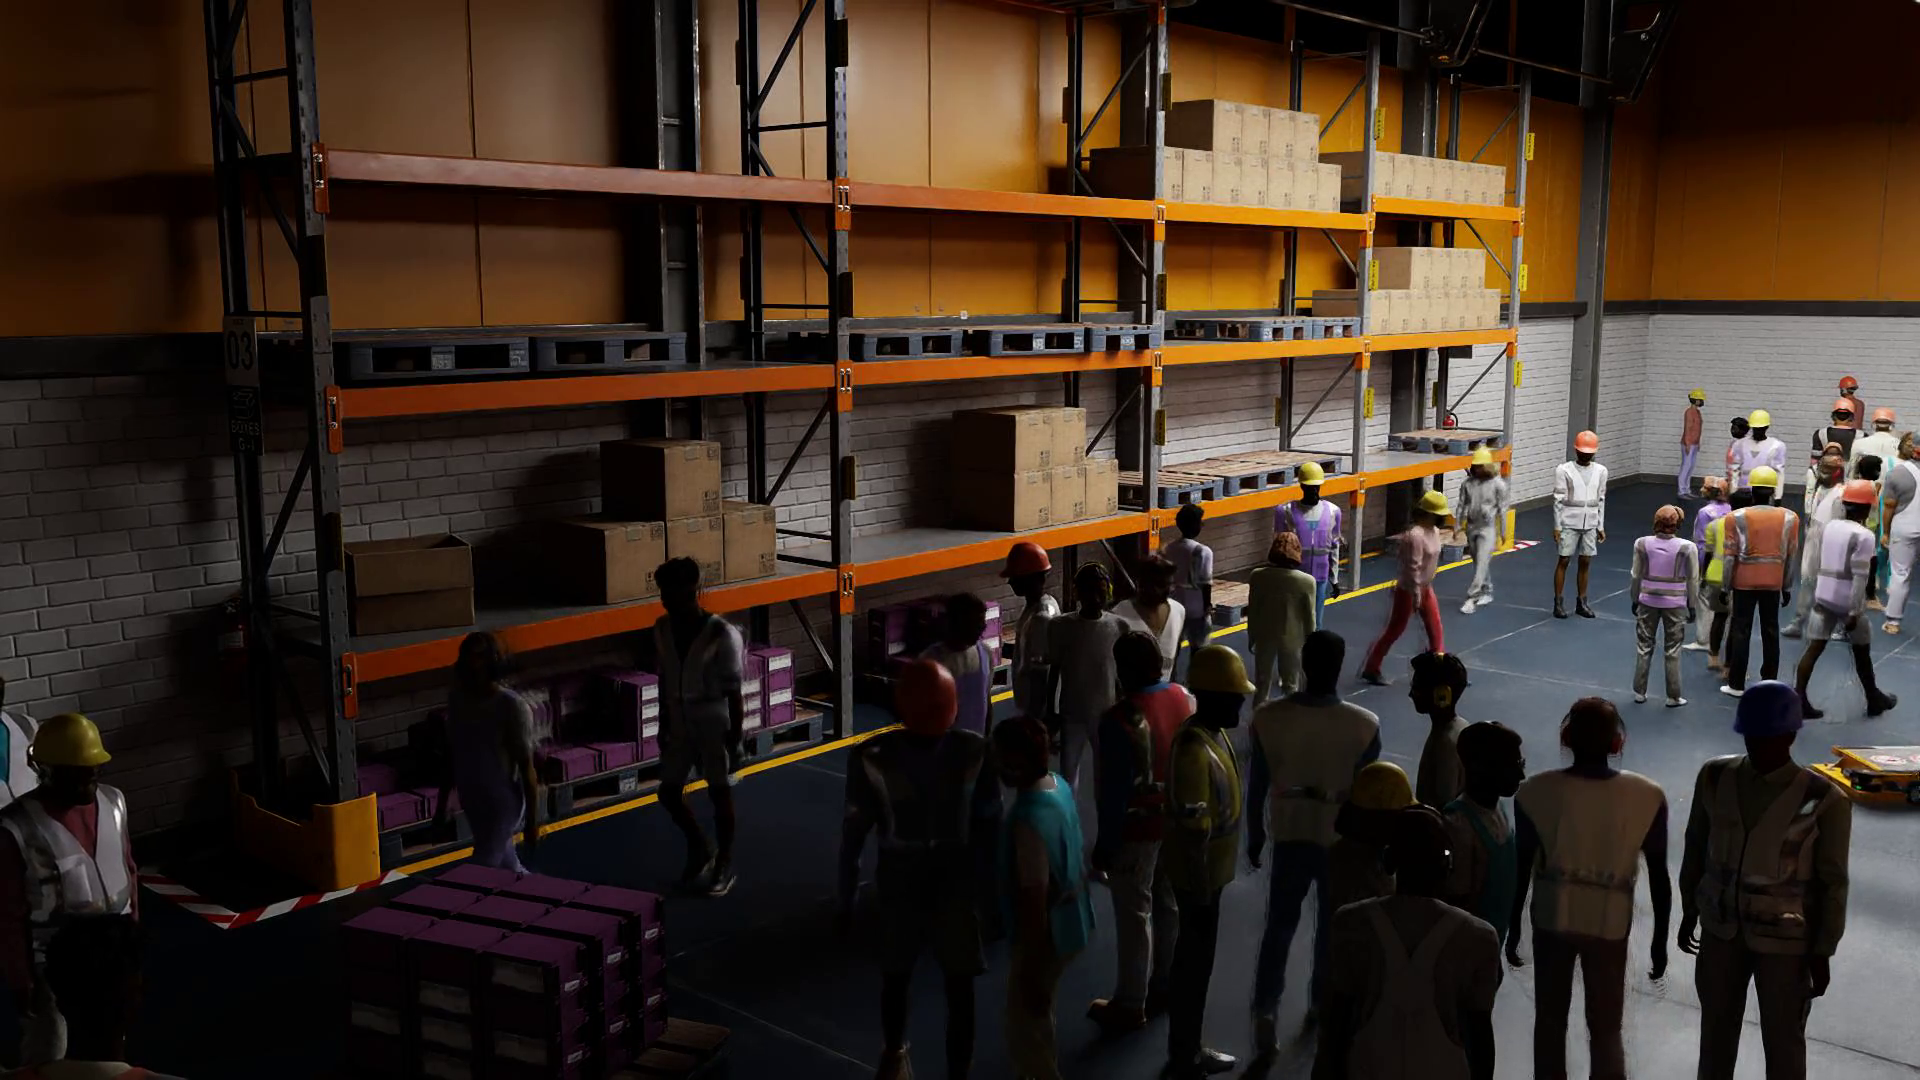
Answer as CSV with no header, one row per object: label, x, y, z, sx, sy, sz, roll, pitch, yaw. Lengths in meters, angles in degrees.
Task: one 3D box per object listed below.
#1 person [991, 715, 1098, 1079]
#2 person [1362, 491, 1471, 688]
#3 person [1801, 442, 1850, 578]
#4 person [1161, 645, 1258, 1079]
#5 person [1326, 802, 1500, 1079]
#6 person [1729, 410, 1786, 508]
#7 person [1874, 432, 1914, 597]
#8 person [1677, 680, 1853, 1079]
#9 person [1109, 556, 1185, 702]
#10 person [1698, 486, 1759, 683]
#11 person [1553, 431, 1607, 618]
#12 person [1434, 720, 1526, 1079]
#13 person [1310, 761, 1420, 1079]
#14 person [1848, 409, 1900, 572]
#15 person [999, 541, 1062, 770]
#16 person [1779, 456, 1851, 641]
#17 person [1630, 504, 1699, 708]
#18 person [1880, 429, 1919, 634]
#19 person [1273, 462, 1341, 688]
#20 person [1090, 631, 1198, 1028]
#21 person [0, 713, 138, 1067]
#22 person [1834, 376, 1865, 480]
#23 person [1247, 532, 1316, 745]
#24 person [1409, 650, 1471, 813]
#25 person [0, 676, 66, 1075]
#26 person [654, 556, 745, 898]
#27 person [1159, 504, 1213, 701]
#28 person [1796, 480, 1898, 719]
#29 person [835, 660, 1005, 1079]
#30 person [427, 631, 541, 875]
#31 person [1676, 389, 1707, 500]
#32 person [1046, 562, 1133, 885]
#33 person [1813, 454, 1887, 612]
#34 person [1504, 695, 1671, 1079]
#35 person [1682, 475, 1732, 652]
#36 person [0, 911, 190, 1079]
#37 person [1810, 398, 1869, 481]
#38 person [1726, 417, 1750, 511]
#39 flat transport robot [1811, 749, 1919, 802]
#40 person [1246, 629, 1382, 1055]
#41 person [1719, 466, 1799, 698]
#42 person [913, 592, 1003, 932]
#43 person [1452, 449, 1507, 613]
person,0.331,1.541,6.380,0.571,1.821,0.699,3,9,16
person,3.824,0.425,13.900,0.934,1.713,0.559,8,12,41
person,9.768,-0.293,18.765,0.515,1.636,0.315,-1,9,-6
person,1.051,1.385,7.035,0.386,1.922,0.628,2,9,11
person,1.385,1.717,5.151,0.502,1.839,0.344,3,9,19
person,9.471,-0.589,19.778,0.388,1.917,0.596,-8,12,-40
person,10.192,-0.277,18.079,0.544,1.822,0.396,2,9,12
person,3.029,1.479,6.339,0.394,1.945,0.614,-7,11,-37
person,1.098,0.979,9.989,0.565,1.819,0.461,-5,10,-29
person,6.646,0.372,14.354,0.435,1.675,0.611,-6,11,-33
person,6.315,-0.155,16.940,0.542,1.928,0.374,0,9,-3
person,1.891,1.560,6.144,0.347,1.846,0.505,5,10,32
person,1.460,1.641,5.990,0.342,1.736,0.486,-2,9,-10
person,10.730,-0.559,19.476,0.650,1.937,0.956,5,10,31
person,0.421,0.958,9.776,0.389,1.925,0.551,0,9,1
person,8.184,0.092,15.757,0.857,1.792,0.599,0,9,2
person,5.679,0.533,13.432,0.523,1.640,0.306,7,11,37
person,9.308,-0.091,16.164,0.676,2.000,0.536,4,10,22
person,2.922,0.299,14.011,0.585,1.929,0.370,-1,9,-7
person,0.827,1.324,7.695,0.430,1.839,0.619,9,12,44
person,-3.359,1.547,6.320,0.403,1.824,0.599,4,10,24
person,13.523,-1.504,25.422,0.623,1.992,0.396,-5,10,-28
person,2.334,0.748,12.104,0.505,1.623,0.286,4,10,23
person,2.065,1.393,7.181,0.327,1.863,0.510,3,9,19
person,-4.146,1.419,7.116,0.429,1.830,0.639,4,10,25
person,-1.435,1.037,9.200,0.642,1.934,0.476,4,10,24
person,1.793,0.553,13.122,0.345,1.692,0.551,-8,12,-42
person,6.948,0.469,13.032,0.969,1.886,0.556,-3,9,-20
person,-0.143,1.426,6.586,0.710,1.969,0.865,0,9,-1
person,-2.214,1.291,8.046,0.499,1.802,0.959,6,11,35
person,11.548,-1.506,26.203,0.340,1.760,0.527,7,11,39
person,0.730,1.040,9.466,0.508,1.860,0.334,0,9,1
person,9.277,-0.070,17.291,0.777,1.669,0.535,6,11,34
person,2.434,1.527,6.448,0.606,1.815,0.595,2,9,13
person,6.967,0.217,15.451,0.522,1.645,0.305,-8,12,-41
person,-2.015,1.846,3.968,0.599,1.956,0.384,2,9,10
person,10.598,-0.691,20.092,0.611,2.030,0.410,5,10,27
person,10.077,-0.746,21.518,0.319,1.692,0.536,0,9,2
flat transport robot,6.594,1.566,11.160,1.431,0.197,0.652,0,9,1
person,1.568,1.339,7.482,0.601,1.879,0.914,4,10,23
person,6.544,0.352,13.673,0.586,1.928,0.365,1,9,6
person,-0.004,1.172,8.813,0.558,1.786,0.989,-4,10,-25
person,5.442,-0.111,17.399,0.509,1.695,0.898,8,12,43
